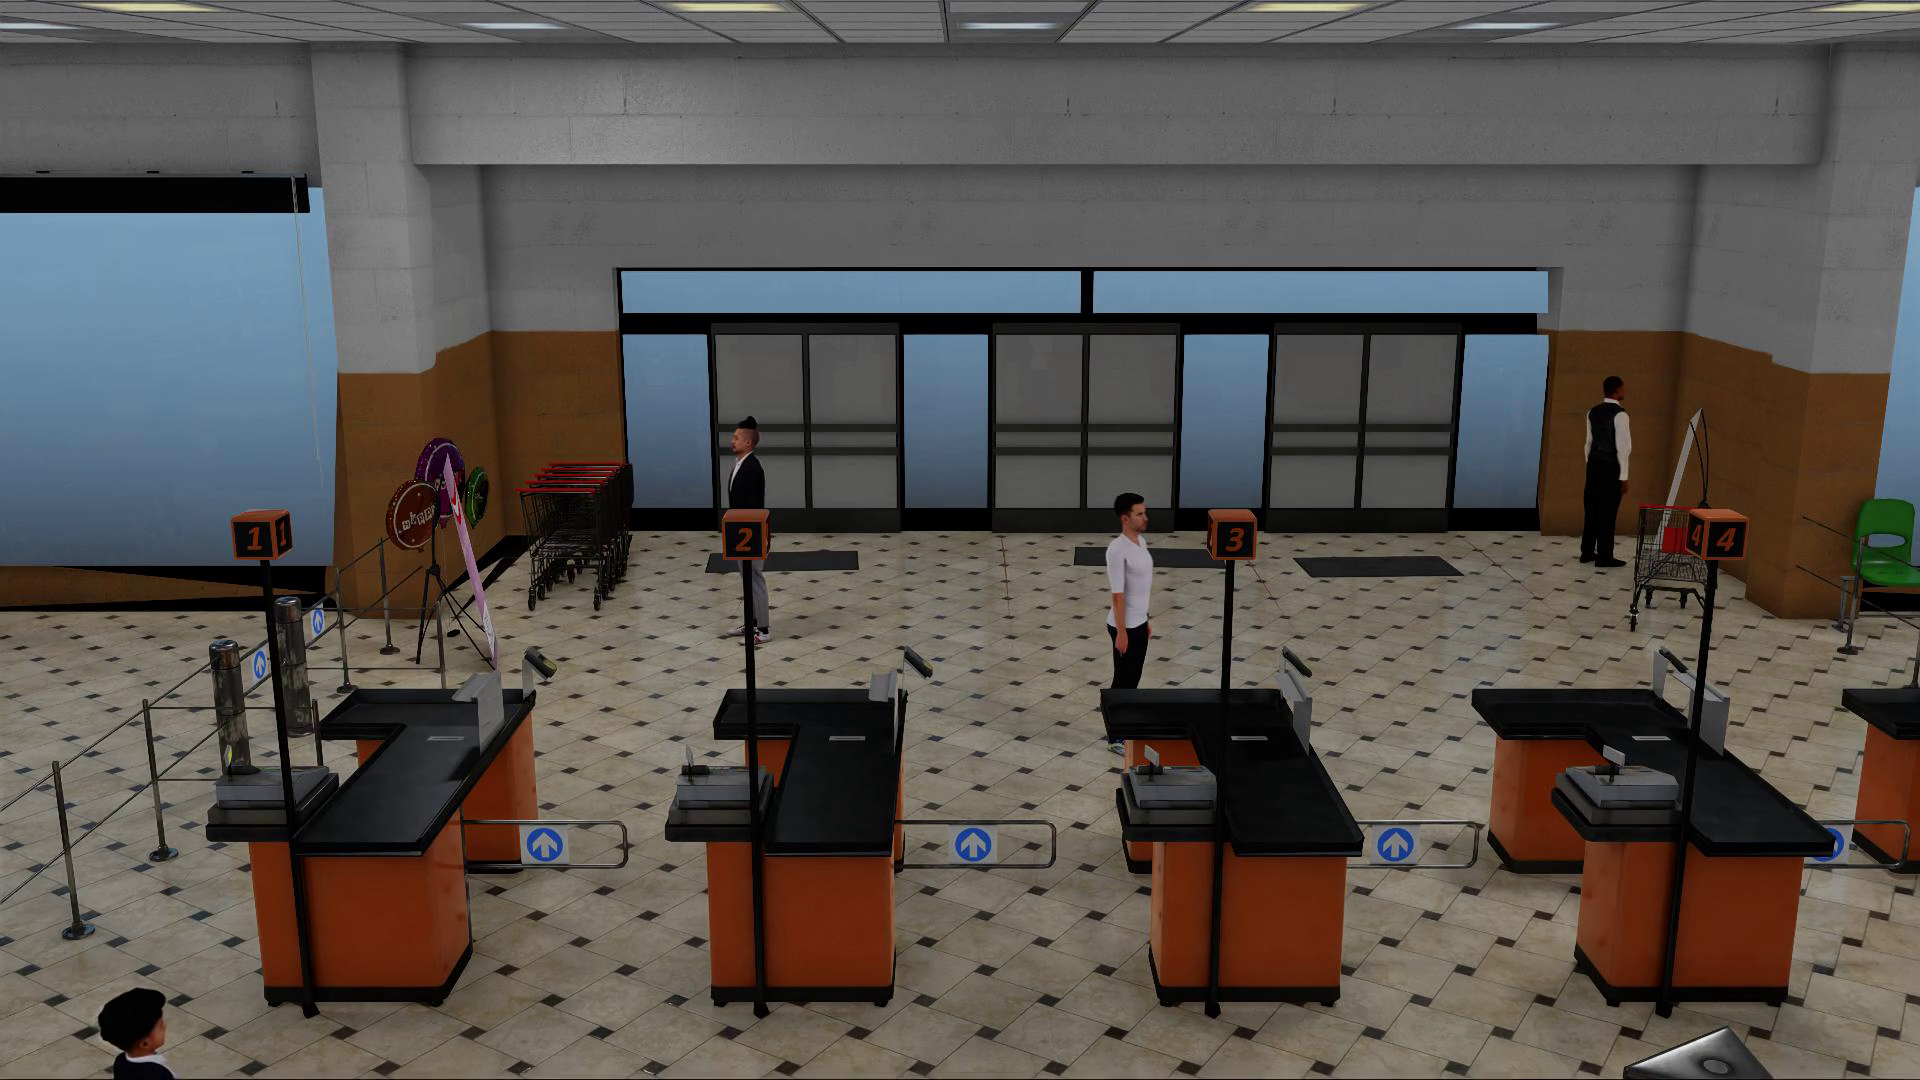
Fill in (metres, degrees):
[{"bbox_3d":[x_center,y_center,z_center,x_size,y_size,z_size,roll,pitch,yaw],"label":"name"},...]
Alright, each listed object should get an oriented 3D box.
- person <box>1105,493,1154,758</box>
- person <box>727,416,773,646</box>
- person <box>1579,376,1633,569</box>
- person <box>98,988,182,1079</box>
[{"bbox_3d":[1.180,0.574,11.647,0.809,1.852,0.677,7,15,27],"label":"person"},{"bbox_3d":[-1.793,-0.090,14.175,0.852,1.950,0.685,-6,15,-23],"label":"person"},{"bbox_3d":[6.495,-0.695,16.738,0.830,1.919,0.682,-6,15,-24],"label":"person"},{"bbox_3d":[-2.988,2.229,6.151,0.582,1.226,0.617,9,16,33],"label":"person"}]
